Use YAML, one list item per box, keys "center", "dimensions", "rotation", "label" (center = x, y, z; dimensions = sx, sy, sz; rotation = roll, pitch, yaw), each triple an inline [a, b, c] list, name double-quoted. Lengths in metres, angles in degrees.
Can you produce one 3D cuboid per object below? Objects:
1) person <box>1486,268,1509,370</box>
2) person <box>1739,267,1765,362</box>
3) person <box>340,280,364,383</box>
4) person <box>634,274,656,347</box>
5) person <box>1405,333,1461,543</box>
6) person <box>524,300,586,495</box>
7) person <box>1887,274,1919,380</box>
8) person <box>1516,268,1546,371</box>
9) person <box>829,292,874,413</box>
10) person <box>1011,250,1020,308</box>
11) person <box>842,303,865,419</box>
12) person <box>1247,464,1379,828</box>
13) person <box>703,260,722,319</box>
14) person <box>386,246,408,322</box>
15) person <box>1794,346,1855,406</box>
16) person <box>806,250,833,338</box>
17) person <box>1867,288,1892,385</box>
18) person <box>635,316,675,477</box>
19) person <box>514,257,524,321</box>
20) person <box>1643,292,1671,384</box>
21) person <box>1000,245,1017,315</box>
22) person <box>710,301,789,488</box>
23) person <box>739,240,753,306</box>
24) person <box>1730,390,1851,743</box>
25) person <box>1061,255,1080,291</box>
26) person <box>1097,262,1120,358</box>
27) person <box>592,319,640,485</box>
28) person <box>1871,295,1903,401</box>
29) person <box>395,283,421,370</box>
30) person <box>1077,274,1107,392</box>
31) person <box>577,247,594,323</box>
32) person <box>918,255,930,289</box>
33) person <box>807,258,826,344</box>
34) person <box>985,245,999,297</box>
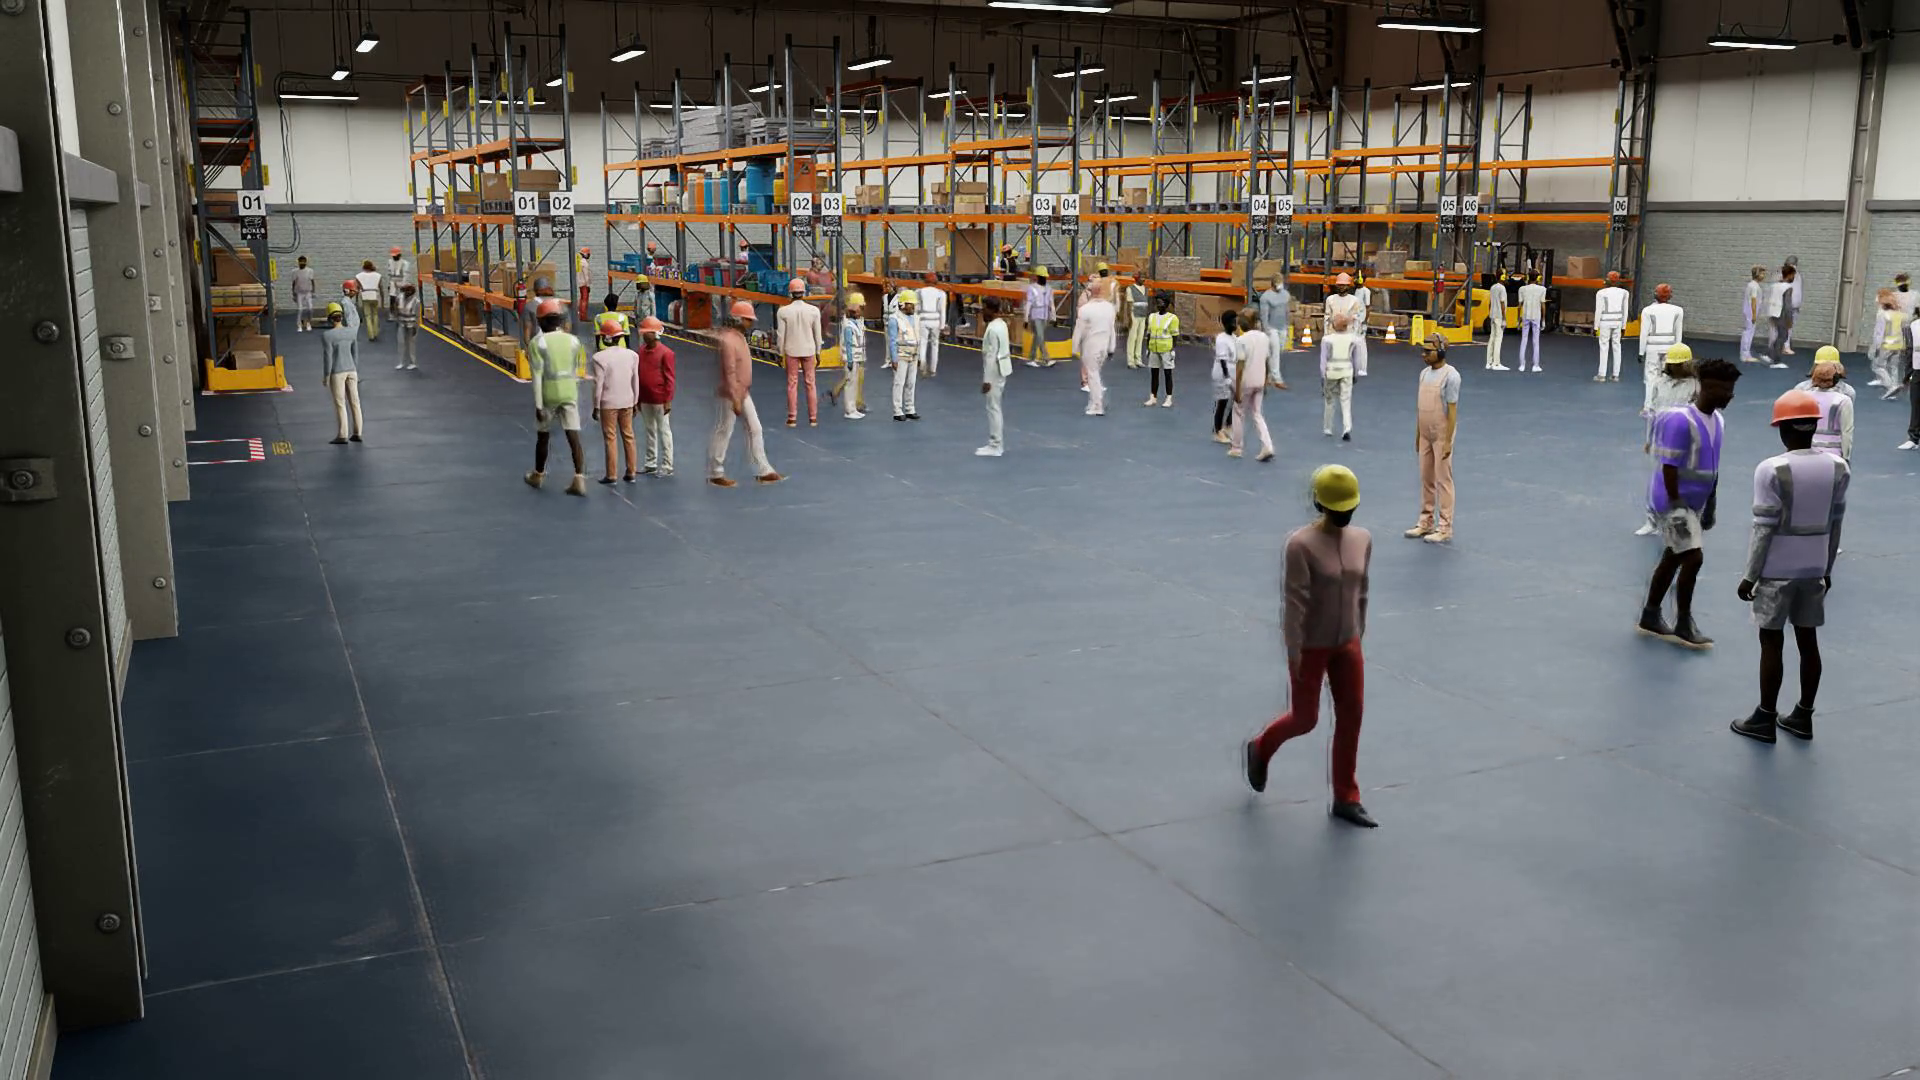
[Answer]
- center: [9.933, -4.070, 30.648]
  dimensions: [0.329, 1.874, 0.507]
  rotation: [-2, 11, -11]
  label: "person"
- center: [15.354, -4.368, 32.231]
  dimensions: [0.325, 1.842, 0.517]
  rotation: [3, 12, 16]
  label: "person"
- center: [-10.338, -3.537, 28.263]
  dimensions: [0.339, 1.742, 0.563]
  rotation: [-4, 12, -20]
  label: "person"
- center: [-5.858, -4.044, 30.839]
  dimensions: [0.492, 1.742, 0.320]
  rotation: [7, 13, 33]
  label: "person"
- center: [4.174, -0.897, 14.617]
  dimensions: [0.339, 1.839, 0.503]
  rotation: [-4, 12, -21]
  label: "person"
- center: [-4.177, -1.469, 17.159]
  dimensions: [0.601, 1.986, 1.028]
  rotation: [-9, 14, -39]
  label: "person"
- center: [16.362, -3.688, 28.837]
  dimensions: [0.573, 1.834, 0.363]
  rotation: [7, 13, 33]
  label: "person"
- center: [10.421, -4.010, 30.340]
  dimensions: [0.520, 1.874, 0.327]
  rotation: [6, 13, 28]
  label: "person"
- center: [-1.582, -2.719, 24.095]
  dimensions: [0.667, 1.740, 0.521]
  rotation: [4, 12, 18]
  label: "person"
- center: [1.623, -7.718, 49.448]
  dimensions: [0.304, 1.772, 0.525]
  rotation: [-5, 12, -23]
  label: "person"
- center: [-1.508, -2.516, 23.368]
  dimensions: [0.310, 1.631, 0.509]
  rotation: [1, 11, 6]
  label: "person"
- center: [1.687, 0.471, 7.903]
  dimensions: [0.548, 1.731, 0.630]
  rotation: [-5, 12, -26]
  label: "person"
- center: [-6.849, -6.842, 45.442]
  dimensions: [0.801, 1.605, 0.511]
  rotation: [5, 12, 22]
  label: "person"
- center: [-14.886, -6.737, 43.902]
  dimensions: [0.646, 1.993, 0.860]
  rotation: [1, 11, 7]
  label: "person"
- center: [7.429, -0.808, 14.395]
  dimensions: [0.486, 1.744, 0.294]
  rotation: [6, 13, 29]
  label: "person"
- center: [-3.179, -5.650, 38.243]
  dimensions: [0.538, 2.000, 0.681]
  rotation: [8, 14, 35]
  label: "person"
- center: [15.362, -3.386, 27.793]
  dimensions: [0.355, 1.618, 0.531]
  rotation: [5, 12, 22]
  label: "person"
- center: [-3.369, -1.569, 18.239]
  dimensions: [0.575, 1.749, 0.342]
  rotation: [8, 14, 37]
  label: "person"
- center: [-11.778, -6.737, 44.499]
  dimensions: [0.349, 1.758, 0.522]
  rotation: [0, 11, -2]
  label: "person"
- center: [11.749, -3.427, 27.995]
  dimensions: [0.515, 1.634, 0.312]
  rotation: [-8, 14, -35]
  label: "person"
- center: [1.257, -6.856, 44.424]
  dimensions: [0.407, 2.029, 0.608]
  rotation: [9, 15, 40]
  label: "person"
- center: [-2.224, -1.503, 17.392]
  dimensions: [0.945, 1.944, 0.665]
  rotation: [2, 11, 11]
  label: "person"
- center: [-6.648, -8.220, 51.301]
  dimensions: [0.393, 2.041, 0.614]
  rotation: [4, 12, 21]
  label: "person"
- center: [4.505, 0.148, 9.068]
  dimensions: [0.543, 1.927, 0.375]
  rotation: [-2, 11, -11]
  label: "person"
- center: [3.133, -7.174, 46.794]
  dimensions: [0.572, 1.728, 0.770]
  rotation: [-5, 12, -23]
  label: "person"
- center: [2.857, -4.587, 33.225]
  dimensions: [0.591, 1.885, 0.843]
  rotation: [-2, 11, -8]
  label: "person"
- center: [-3.679, -1.470, 17.729]
  dimensions: [0.572, 1.753, 0.325]
  rotation: [-11, 15, -43]
  label: "person"
- center: [14.249, -2.939, 25.520]
  dimensions: [0.592, 1.617, 0.377]
  rotation: [-5, 12, -25]
  label: "person"
- center: [-10.153, -3.907, 30.504]
  dimensions: [0.575, 1.591, 0.640]
  rotation: [1, 11, 6]
  label: "person"
- center: [2.169, -3.340, 26.883]
  dimensions: [0.402, 1.901, 0.647]
  rotation: [9, 14, 38]
  label: "person"
- center: [-9.836, -6.693, 43.699]
  dimensions: [0.406, 1.987, 0.612]
  rotation: [-5, 12, -25]
  label: "person"
- center: [-1.052, -7.531, 48.588]
  dimensions: [0.403, 1.742, 0.618]
  rotation: [5, 12, 22]
  label: "person"
- center: [-3.158, -5.257, 36.623]
  dimensions: [0.402, 1.900, 0.647]
  rotation: [0, 11, 0]
  label: "person"
- center: [0.990, -8.079, 50.992]
  dimensions: [0.362, 1.883, 0.575]
  rotation: [10, 15, 43]
  label: "person"
